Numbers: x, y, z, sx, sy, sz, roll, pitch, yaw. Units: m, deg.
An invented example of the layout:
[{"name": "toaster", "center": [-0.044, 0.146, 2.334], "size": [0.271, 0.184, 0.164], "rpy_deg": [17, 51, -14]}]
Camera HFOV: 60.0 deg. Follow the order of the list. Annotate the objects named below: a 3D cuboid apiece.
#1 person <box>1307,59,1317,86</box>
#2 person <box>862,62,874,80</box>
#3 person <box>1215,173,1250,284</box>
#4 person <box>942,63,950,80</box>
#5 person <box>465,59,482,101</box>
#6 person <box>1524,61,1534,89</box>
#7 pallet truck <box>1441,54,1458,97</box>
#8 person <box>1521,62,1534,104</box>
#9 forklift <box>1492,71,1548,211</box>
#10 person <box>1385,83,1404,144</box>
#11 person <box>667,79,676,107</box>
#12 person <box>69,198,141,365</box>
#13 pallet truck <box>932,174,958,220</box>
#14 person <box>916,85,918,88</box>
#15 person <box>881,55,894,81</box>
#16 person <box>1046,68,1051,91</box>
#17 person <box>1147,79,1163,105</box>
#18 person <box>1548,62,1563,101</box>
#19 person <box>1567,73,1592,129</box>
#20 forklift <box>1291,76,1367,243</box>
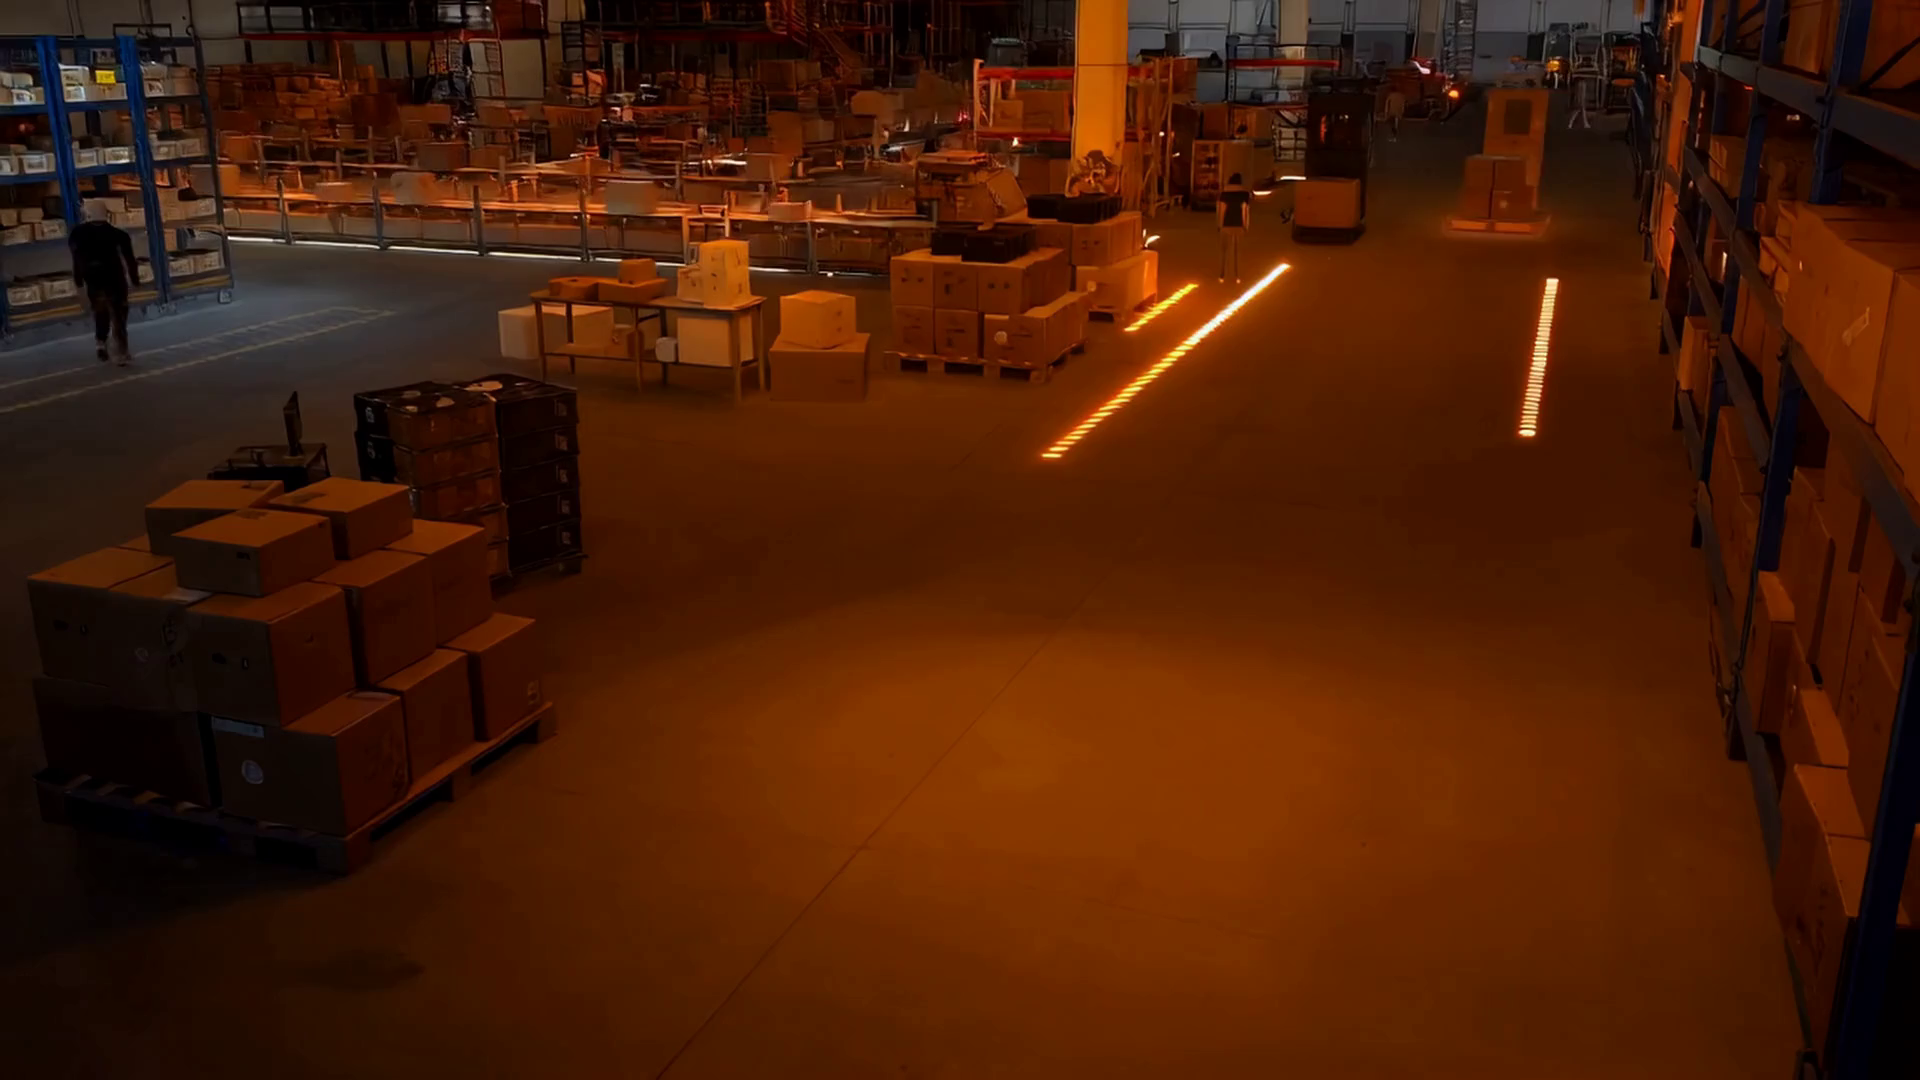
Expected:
[{"name": "person", "center": [15.846, -20.608, 74.475], "size": [0.650, 1.907, 0.613], "rpy_deg": [13, 22, 36]}, {"name": "person", "center": [-3.560, -17.360, 64.057], "size": [0.385, 2.045, 0.605], "rpy_deg": [16, 24, 41]}, {"name": "person", "center": [4.046, -4.623, 24.707], "size": [0.505, 1.633, 0.279], "rpy_deg": [3, 18, 10]}, {"name": "person", "center": [-0.585, -18.822, 68.980], "size": [0.662, 1.848, 0.554], "rpy_deg": [12, 21, 34]}, {"name": "person", "center": [-22.070, -20.782, 75.185], "size": [1.028, 1.820, 0.577], "rpy_deg": [5, 18, 16]}, {"name": "person", "center": [26.949, -21.839, 78.755], "size": [0.665, 1.657, 0.349], "rpy_deg": [-6, 19, -19]}, {"name": "pallet truck", "center": [22.765, -21.886, 78.355], "size": [0.823, 1.965, 1.885], "rpy_deg": [-4, 18, -14]}, {"name": "person", "center": [24.838, -19.992, 72.783], "size": [0.543, 1.754, 0.381], "rpy_deg": [10, 20, 28]}, {"name": "forklift", "center": [10.689, -7.597, 32.026], "size": [1.129, 2.768, 1.873], "rpy_deg": [7, 19, 22]}, {"name": "person", "center": [13.214, -12.970, 50.639], "size": [0.627, 1.809, 0.431], "rpy_deg": [-6, 19, -19]}, {"name": "person", "center": [-9.565, -14.434, 55.319], "size": [0.326, 1.765, 0.533], "rpy_deg": [-2, 18, -6]}, {"name": "person", "center": [-9.699, -2.930, 18.958], "size": [0.683, 1.893, 0.432], "rpy_deg": [-2, 18, -5]}, {"name": "pallet truck", "center": [-0.507, -5.292, 27.348], "size": [0.653, 1.274, 1.630], "rpy_deg": [6, 19, 19]}, {"name": "person", "center": [-1.348, -15.132, 57.422], "size": [0.959, 1.835, 0.530], "rpy_deg": [-9, 20, -27]}, {"name": "person", "center": [-3.528, -22.799, 81.497], "size": [0.654, 1.825, 0.634], "rpy_deg": [1, 18, 3]}, {"name": "person", "center": [4.315, -23.662, 84.037], "size": [0.633, 1.939, 0.368], "rpy_deg": [-5, 18, -15]}, {"name": "person", "center": [6.692, -15.412, 57.944], "size": [0.984, 2.000, 0.690], "rpy_deg": [7, 19, 20]}, {"name": "person", "center": [27.012, -20.784, 75.380], "size": [0.904, 1.701, 0.503], "rpy_deg": [4, 18, 11]}, {"name": "person", "center": [21.372, -15.083, 57.191], "size": [0.867, 1.918, 0.559], "rpy_deg": [1, 18, 2]}, {"name": "forklift", "center": [6.598, -6.755, 29.381], "size": [1.129, 2.768, 1.873], "rpy_deg": [6, 19, 19]}]
